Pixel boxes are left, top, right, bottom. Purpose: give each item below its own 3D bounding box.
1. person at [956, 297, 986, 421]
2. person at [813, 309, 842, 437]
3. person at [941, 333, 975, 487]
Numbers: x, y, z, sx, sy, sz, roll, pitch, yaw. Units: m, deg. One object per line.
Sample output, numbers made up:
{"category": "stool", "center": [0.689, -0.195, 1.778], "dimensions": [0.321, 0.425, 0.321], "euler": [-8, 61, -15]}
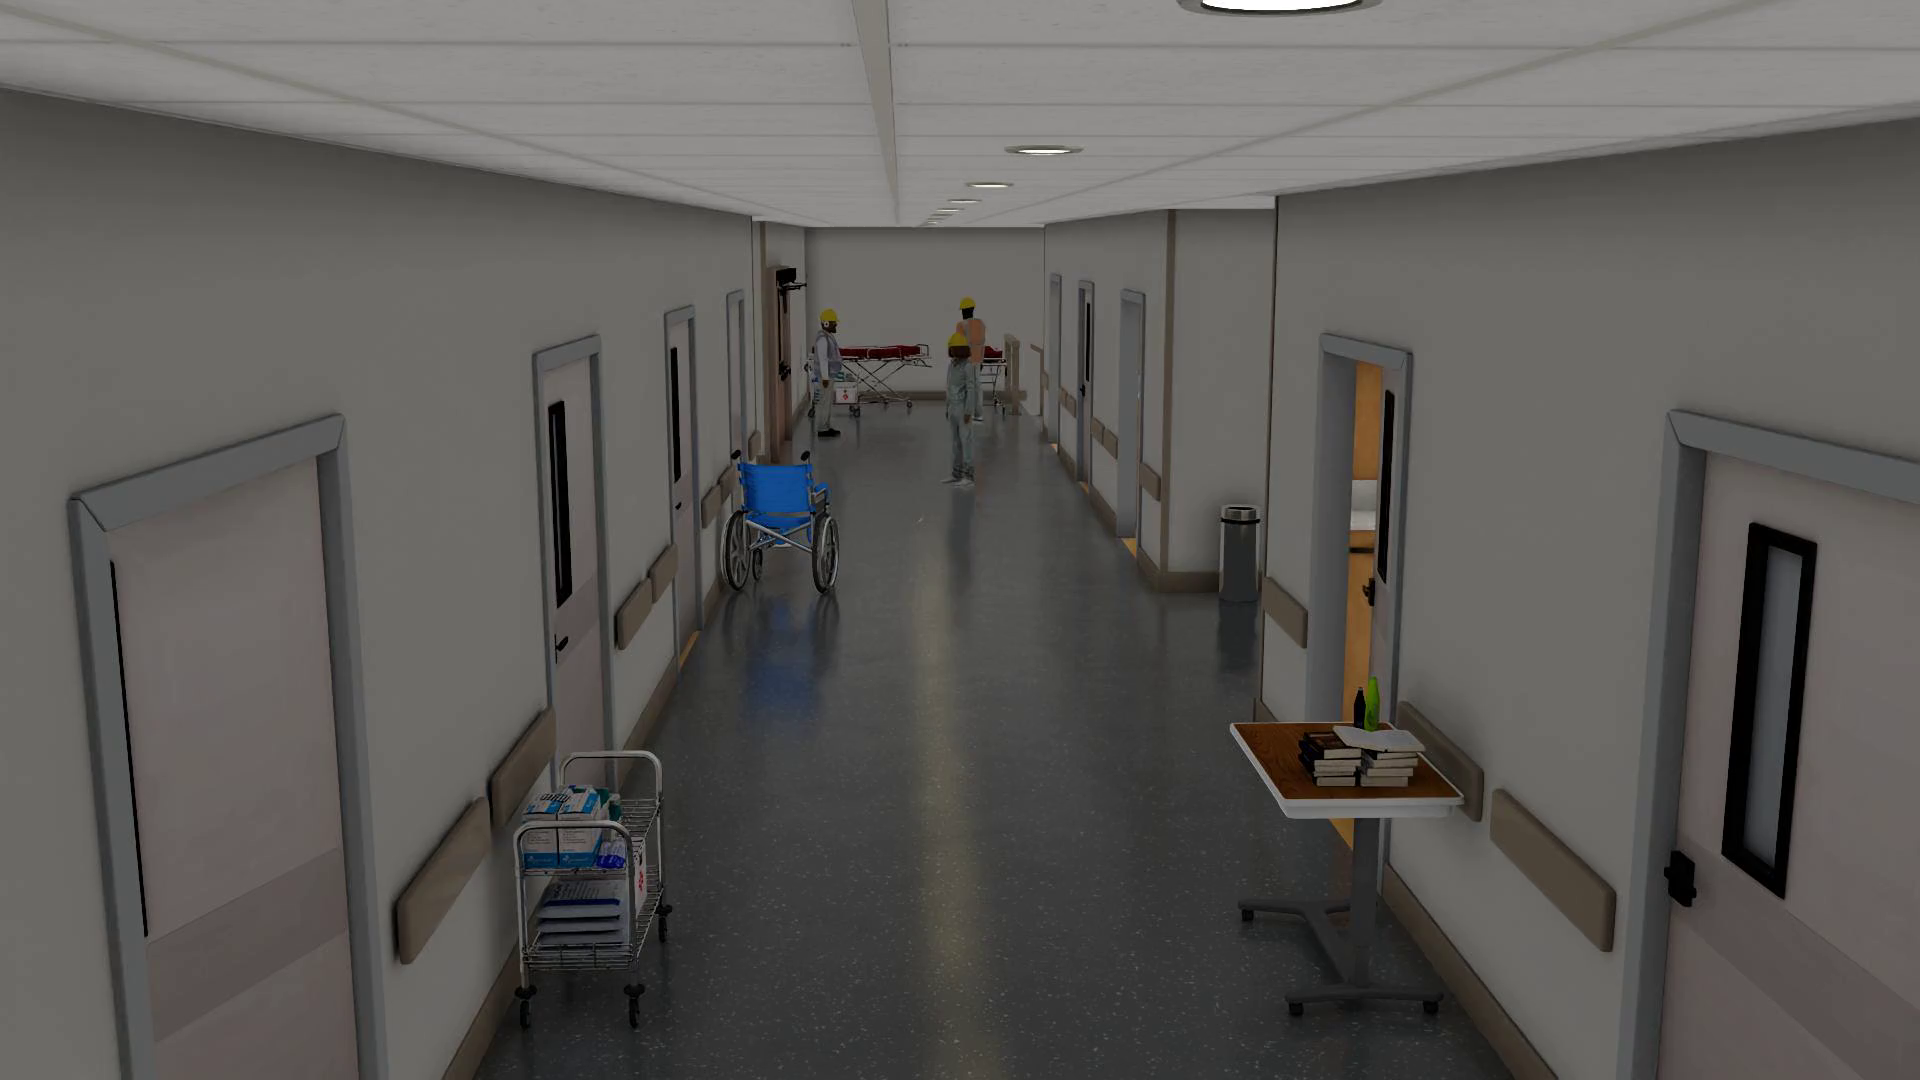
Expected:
{"category": "person", "center": [0.142, -2.777, 25.673], "dimensions": [0.397, 1.920, 0.586], "euler": [10, 14, 44]}
{"category": "person", "center": [-1.881, -2.374, 23.709], "dimensions": [0.404, 1.824, 0.585], "euler": [0, 10, 2]}
{"category": "person", "center": [-0.024, -1.481, 18.945], "dimensions": [0.329, 1.738, 0.503], "euler": [-7, 12, -32]}
